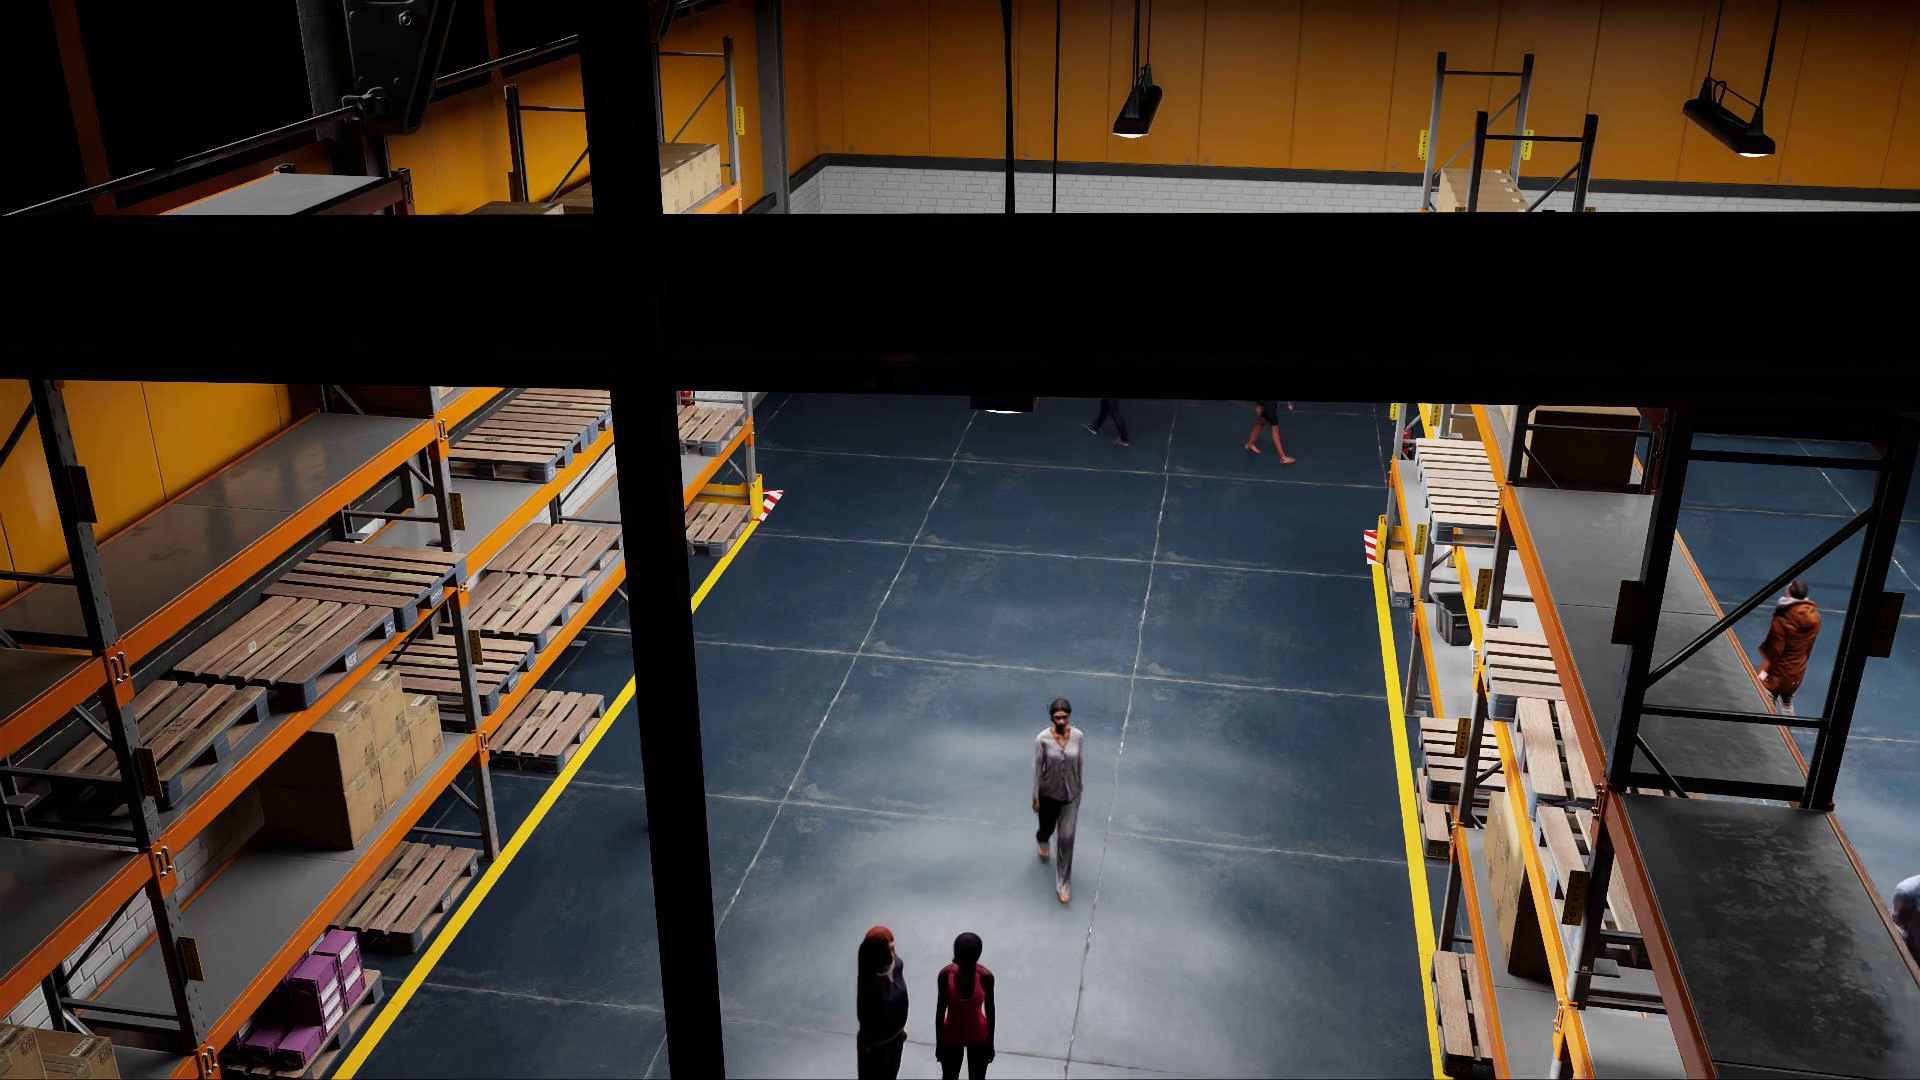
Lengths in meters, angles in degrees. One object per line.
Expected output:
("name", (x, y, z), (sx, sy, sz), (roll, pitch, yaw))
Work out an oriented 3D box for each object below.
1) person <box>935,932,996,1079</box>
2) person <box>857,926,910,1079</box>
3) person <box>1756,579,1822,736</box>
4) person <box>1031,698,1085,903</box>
("person", (0.035, 3.336, 11.149), (0.587, 1.726, 0.590), (0, 24, 1))
("person", (-0.527, 3.329, 11.100), (0.720, 1.779, 0.599), (17, 29, 34))
("person", (7.842, 1.229, 15.831), (0.841, 1.836, 0.872), (-9, 25, -20))
("person", (0.799, 2.087, 13.993), (0.850, 1.737, 1.169), (-3, 24, -6))
